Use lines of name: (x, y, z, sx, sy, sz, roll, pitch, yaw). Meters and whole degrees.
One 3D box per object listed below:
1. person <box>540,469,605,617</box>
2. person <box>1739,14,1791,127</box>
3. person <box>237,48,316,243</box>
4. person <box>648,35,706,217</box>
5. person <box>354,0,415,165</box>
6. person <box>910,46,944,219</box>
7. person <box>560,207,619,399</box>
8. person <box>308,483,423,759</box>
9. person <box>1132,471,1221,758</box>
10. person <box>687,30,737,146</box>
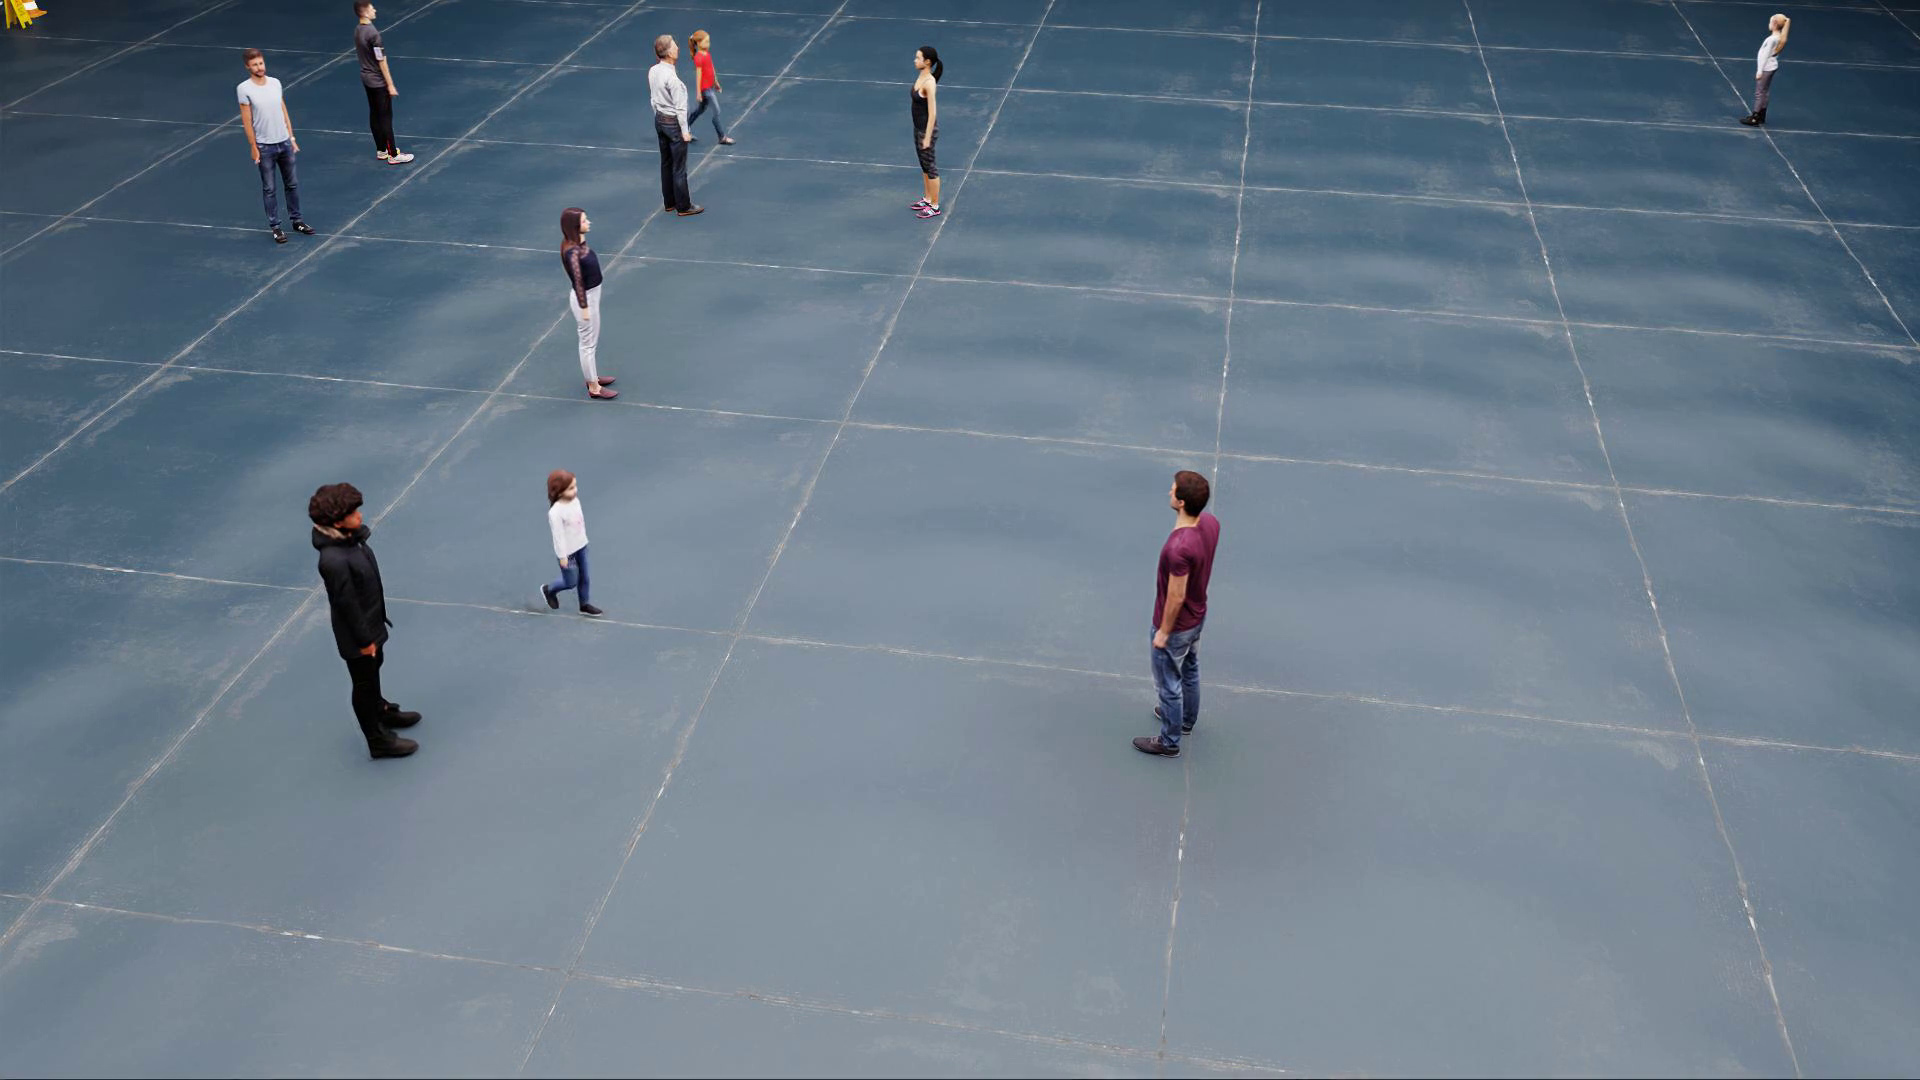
person: (-2.589, 0.025, 10.866, 0.680, 1.104, 0.538, 14, 35, 21)
person: (9.463, -5.509, 19.477, 0.606, 1.277, 0.563, 25, 40, 34)
person: (-6.778, -3.902, 16.378, 0.739, 1.865, 0.719, 27, 41, 36)
person: (-2.936, -4.231, 16.942, 0.798, 1.820, 0.709, -26, 40, -34)
person: (-6.413, -5.037, 18.272, 0.785, 1.764, 0.703, -25, 40, -34)
person: (-0.334, -4.157, 16.909, 0.667, 1.730, 0.655, -8, 33, -13)
person: (-3.021, -1.929, 13.492, 0.663, 1.607, 0.674, -7, 33, -11)
person: (-3.464, 0.458, 9.552, 0.696, 1.773, 0.701, -6, 33, -9)
person: (1.266, 0.418, 9.539, 0.684, 1.855, 0.728, 17, 36, 25)
person: (-2.947, -5.121, 18.849, 0.907, 1.290, 0.510, 3, 32, 5)
